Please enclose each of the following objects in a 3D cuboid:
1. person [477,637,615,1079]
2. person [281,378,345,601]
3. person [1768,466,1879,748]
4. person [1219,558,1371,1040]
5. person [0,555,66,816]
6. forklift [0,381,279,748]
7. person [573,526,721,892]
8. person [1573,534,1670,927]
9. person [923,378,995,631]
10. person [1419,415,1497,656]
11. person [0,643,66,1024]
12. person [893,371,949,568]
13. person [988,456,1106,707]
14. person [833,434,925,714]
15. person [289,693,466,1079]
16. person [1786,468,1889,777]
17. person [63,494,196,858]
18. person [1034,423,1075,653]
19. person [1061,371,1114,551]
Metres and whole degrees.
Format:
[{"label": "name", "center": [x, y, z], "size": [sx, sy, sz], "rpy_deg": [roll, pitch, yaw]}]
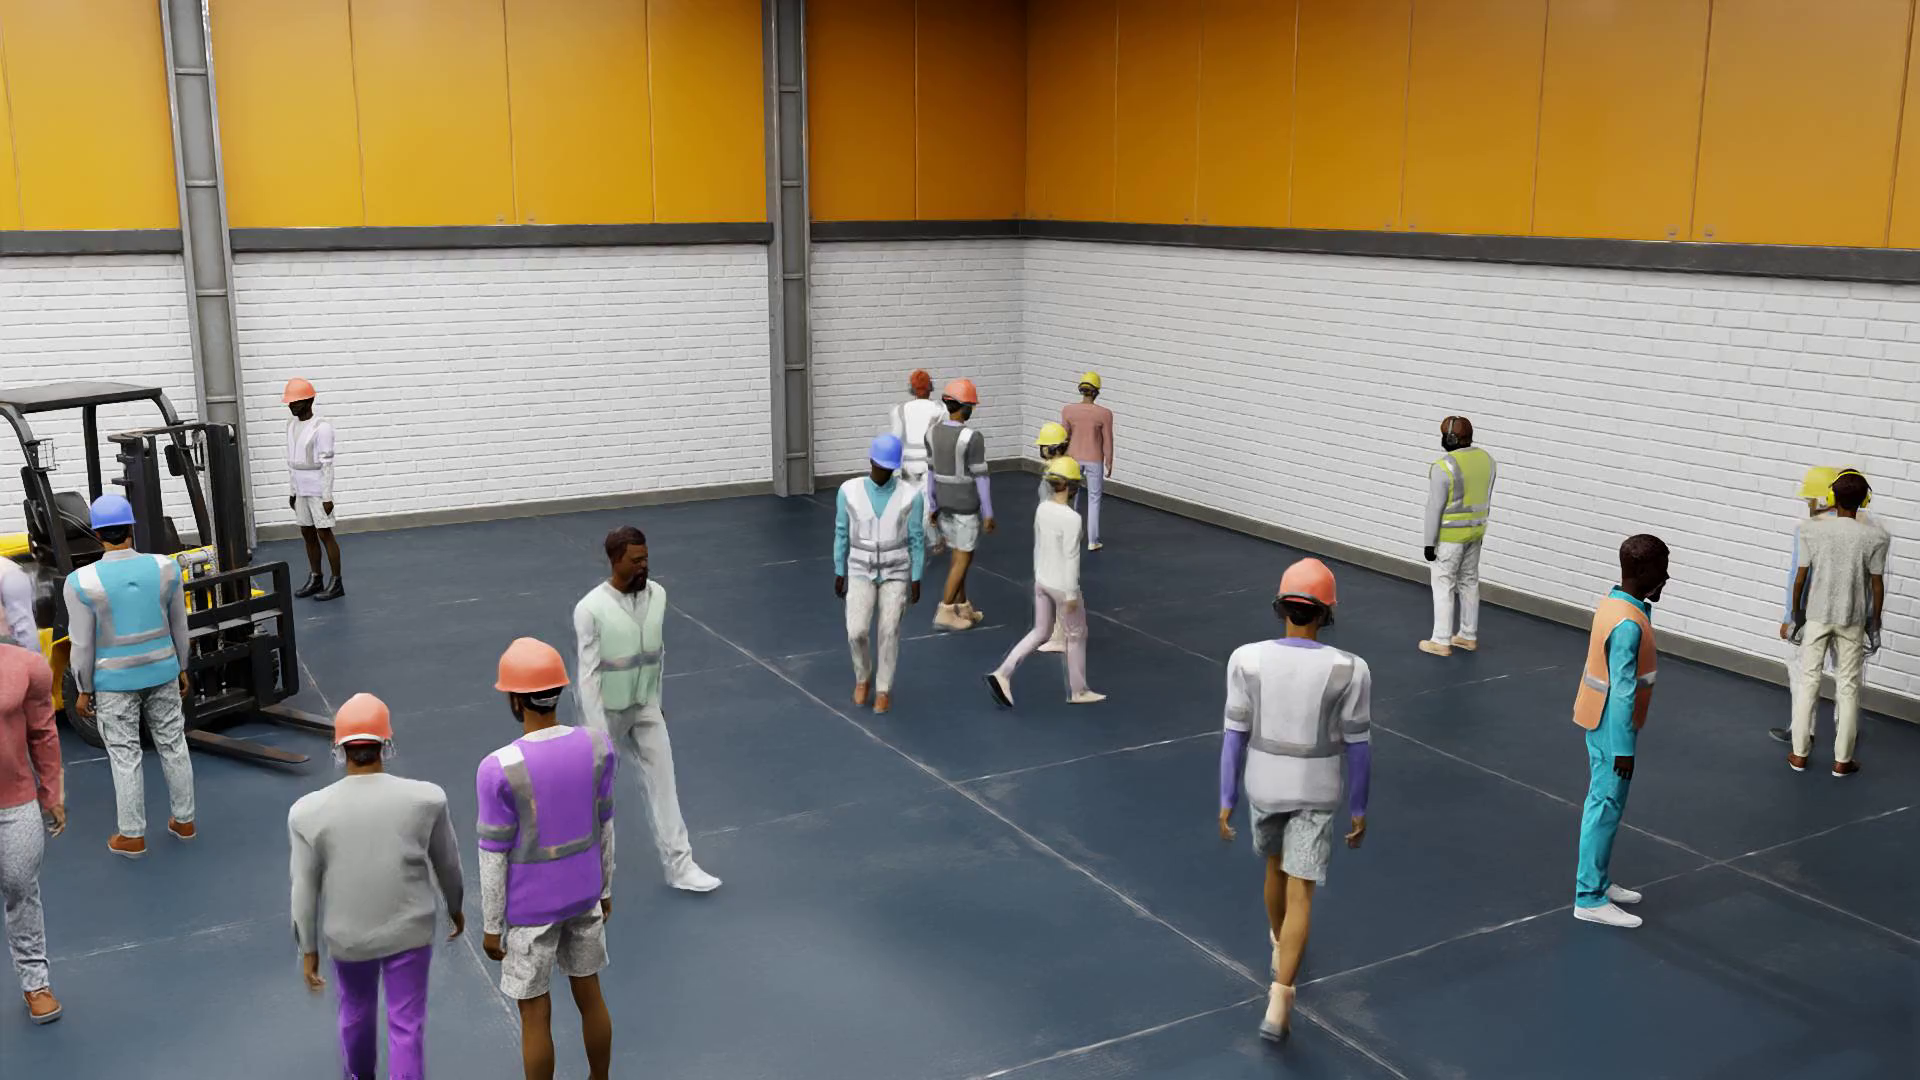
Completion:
[{"label": "person", "center": [-1.522, 1.303, 6.121], "size": [0.388, 1.930, 0.544], "rpy_deg": [12, 17, 43]}, {"label": "person", "center": [-5.578, -0.431, 14.263], "size": [0.540, 1.929, 0.384], "rpy_deg": [8, 14, 33]}, {"label": "person", "center": [5.534, 0.437, 10.537], "size": [0.732, 1.794, 0.404], "rpy_deg": [-2, 12, -9]}, {"label": "person", "center": [1.413, 1.073, 7.074], "size": [0.611, 1.994, 1.038], "rpy_deg": [5, 13, 23]}, {"label": "person", "center": [-5.317, 0.725, 9.109], "size": [0.646, 1.816, 0.551], "rpy_deg": [1, 12, 3]}, {"label": "forklift", "center": [-5.853, 0.085, 11.199], "size": [2.313, 2.155, 1.214], "rpy_deg": [7, 14, 28]}, {"label": "person", "center": [-1.672, 0.846, 8.411], "size": [0.996, 1.867, 0.615], "rpy_deg": [9, 15, 35]}, {"label": "person", "center": [3.167, 0.905, 8.038], "size": [0.397, 1.911, 0.587], "rpy_deg": [4, 13, 18]}, {"label": "person", "center": [0.002, -0.274, 13.272], "size": [0.567, 2.032, 0.629], "rpy_deg": [-12, 17, -43]}, {"label": "person", "center": [3.750, -0.032, 12.612], "size": [0.639, 1.832, 0.429], "rpy_deg": [-7, 14, -29]}, {"label": "person", "center": [-4.078, 1.123, 6.944], "size": [0.630, 1.936, 0.369], "rpy_deg": [-9, 15, -35]}, {"label": "person", "center": [-0.293, -0.682, 15.662], "size": [0.606, 1.818, 1.000], "rpy_deg": [6, 13, 25]}, {"label": "person", "center": [0.599, 0.299, 11.297], "size": [0.774, 1.736, 0.535], "rpy_deg": [-6, 14, -28]}, {"label": "person", "center": [-0.546, 0.228, 11.167], "size": [0.628, 1.917, 0.438], "rpy_deg": [0, 12, -1]}, {"label": "person", "center": [-2.148, 1.385, 6.222], "size": [0.585, 1.714, 0.829], "rpy_deg": [-3, 12, -12]}, {"label": "person", "center": [5.280, 0.495, 10.034], "size": [0.514, 1.876, 0.328], "rpy_deg": [7, 14, 31]}, {"label": "person", "center": [-4.391, 0.721, 8.822], "size": [0.411, 1.938, 0.605], "rpy_deg": [11, 16, 41]}, {"label": "person", "center": [0.725, -0.021, 12.736], "size": [0.342, 1.758, 0.527], "rpy_deg": [6, 13, 26]}, {"label": "person", "center": [1.240, -0.767, 16.241], "size": [0.530, 1.755, 0.343], "rpy_deg": [4, 13, 18]}]
